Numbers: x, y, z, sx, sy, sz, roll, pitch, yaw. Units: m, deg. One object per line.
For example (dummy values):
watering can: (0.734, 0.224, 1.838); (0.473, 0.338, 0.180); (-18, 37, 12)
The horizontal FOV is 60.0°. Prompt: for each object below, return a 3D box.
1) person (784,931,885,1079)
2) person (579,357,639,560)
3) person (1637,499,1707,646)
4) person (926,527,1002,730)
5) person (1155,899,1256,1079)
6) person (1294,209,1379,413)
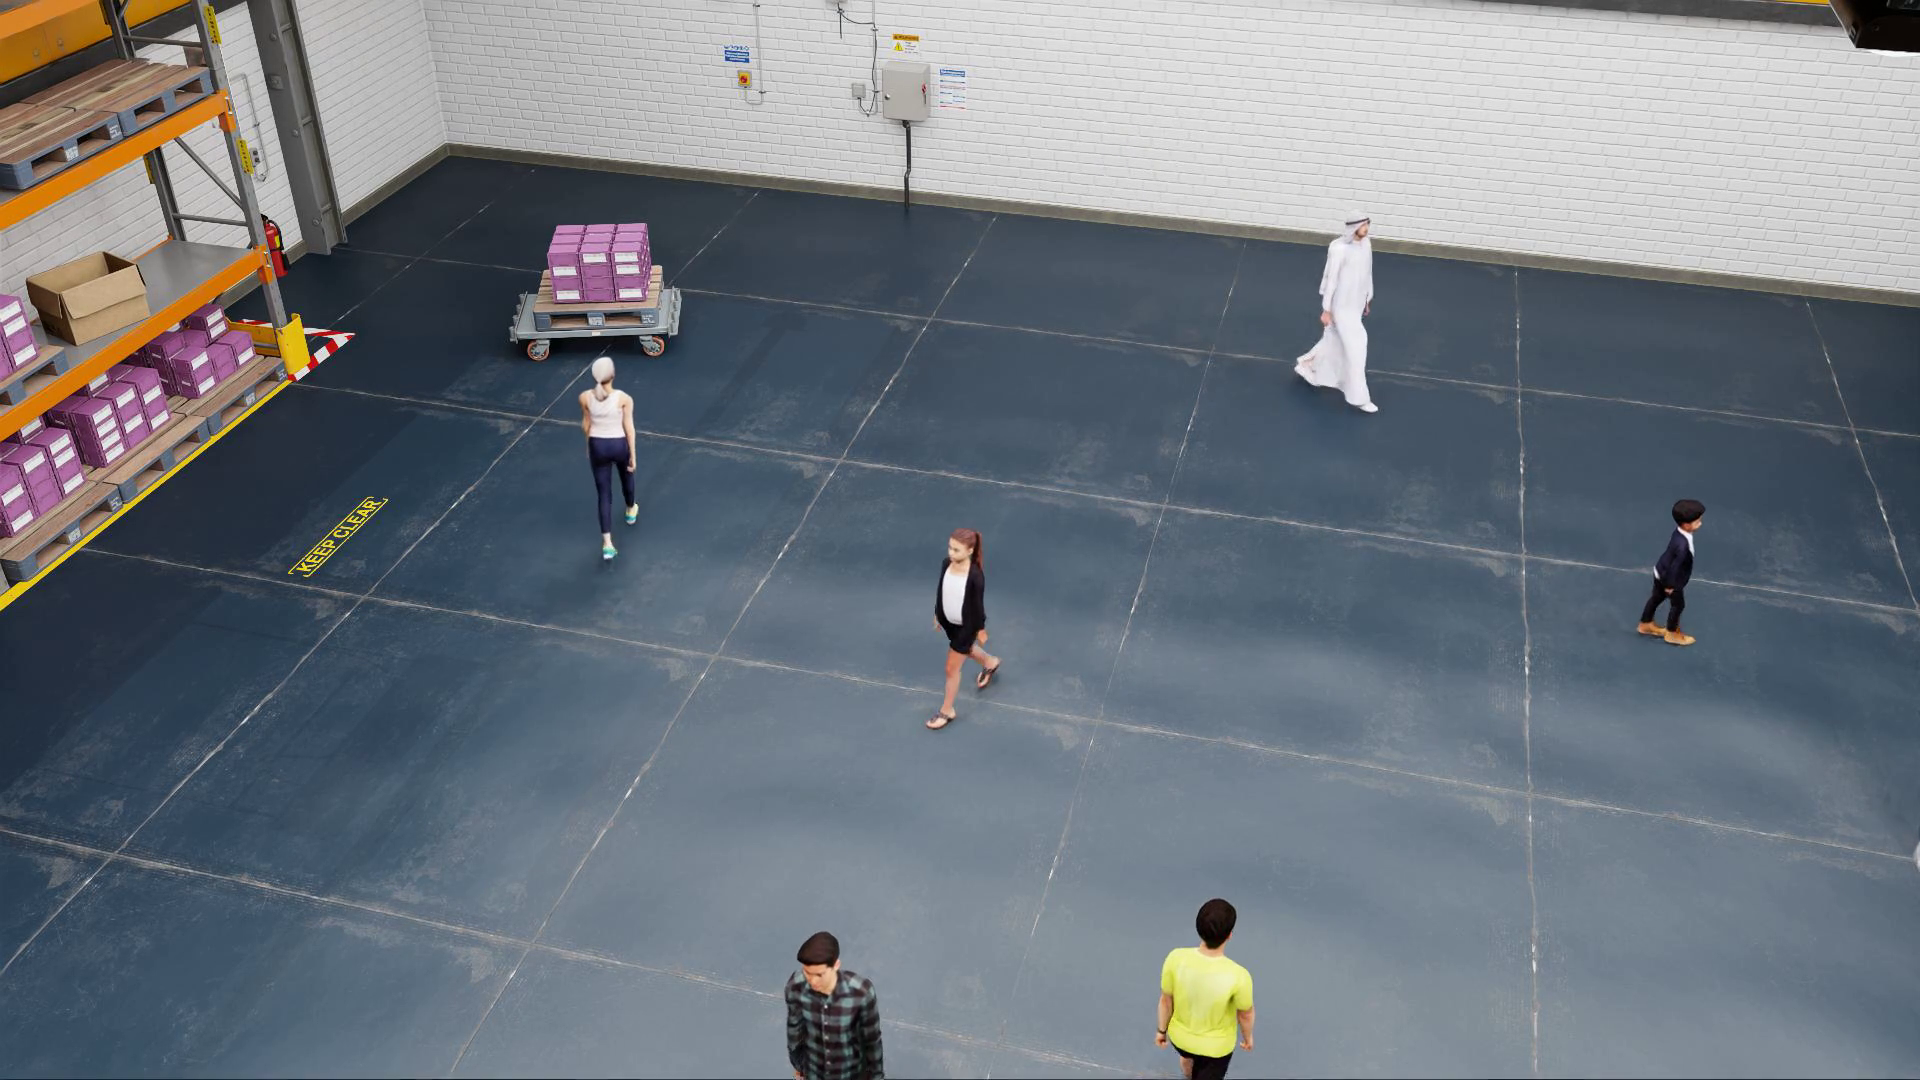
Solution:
person: (-0.595, 2.588, 8.422); (0.729, 1.701, 0.897); (6, 34, 8)
person: (-2.843, -0.642, 13.422); (0.879, 1.665, 1.236); (-3, 34, -4)
person: (5.311, 0.222, 12.526); (0.570, 1.217, 0.562); (9, 35, 14)
person: (0.066, 0.544, 11.759); (0.880, 1.531, 1.120); (28, 43, 35)
person: (1.226, 2.587, 8.558); (0.772, 1.670, 1.150); (14, 36, 20)
person: (3.541, -2.201, 15.569); (1.276, 1.885, 1.173); (-28, 43, -35)
